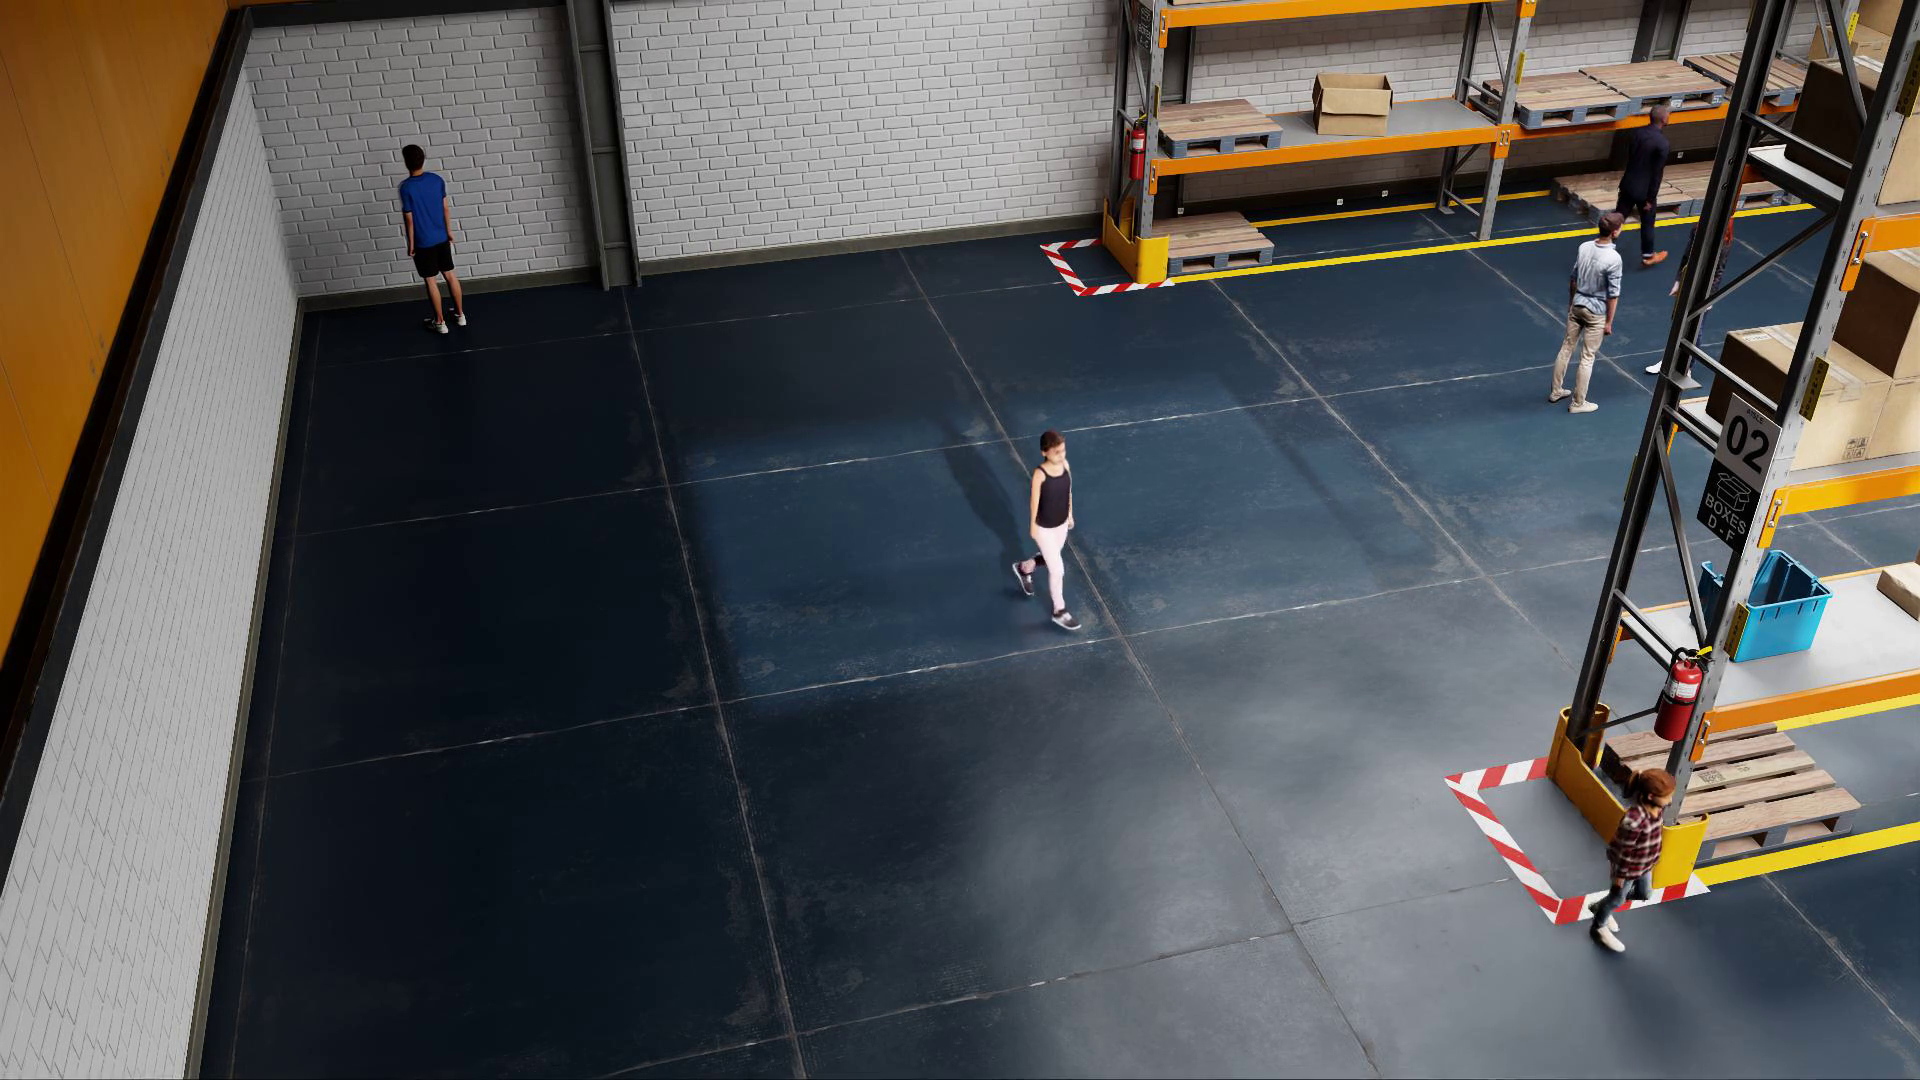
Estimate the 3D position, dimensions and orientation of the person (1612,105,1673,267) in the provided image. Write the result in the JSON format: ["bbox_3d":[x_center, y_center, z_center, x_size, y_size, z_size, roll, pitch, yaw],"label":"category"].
[{"bbox_3d":[6.902,-3.566,17.118,1.129,1.784,0.842,-15,37,-22],"label":"person"}]

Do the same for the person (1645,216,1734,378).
[{"bbox_3d":[6.727,-2.286,15.190,0.631,1.786,0.633,-19,38,-26],"label":"person"}]

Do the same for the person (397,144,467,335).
[{"bbox_3d":[-5.129,-2.921,16.074,0.814,1.865,0.711,26,41,33],"label":"person"}]

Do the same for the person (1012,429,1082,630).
[{"bbox_3d":[0.620,-0.132,12.174,1.007,1.537,0.878,-27,42,-34],"label":"person"}]

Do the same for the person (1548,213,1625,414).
[{"bbox_3d":[5.580,-2.032,14.753,0.618,1.846,0.700,-17,37,-24],"label":"person"}]

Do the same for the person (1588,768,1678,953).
[{"bbox_3d":[3.782,1.780,9.514,0.599,1.298,0.693,-26,42,-33],"label":"person"}]
